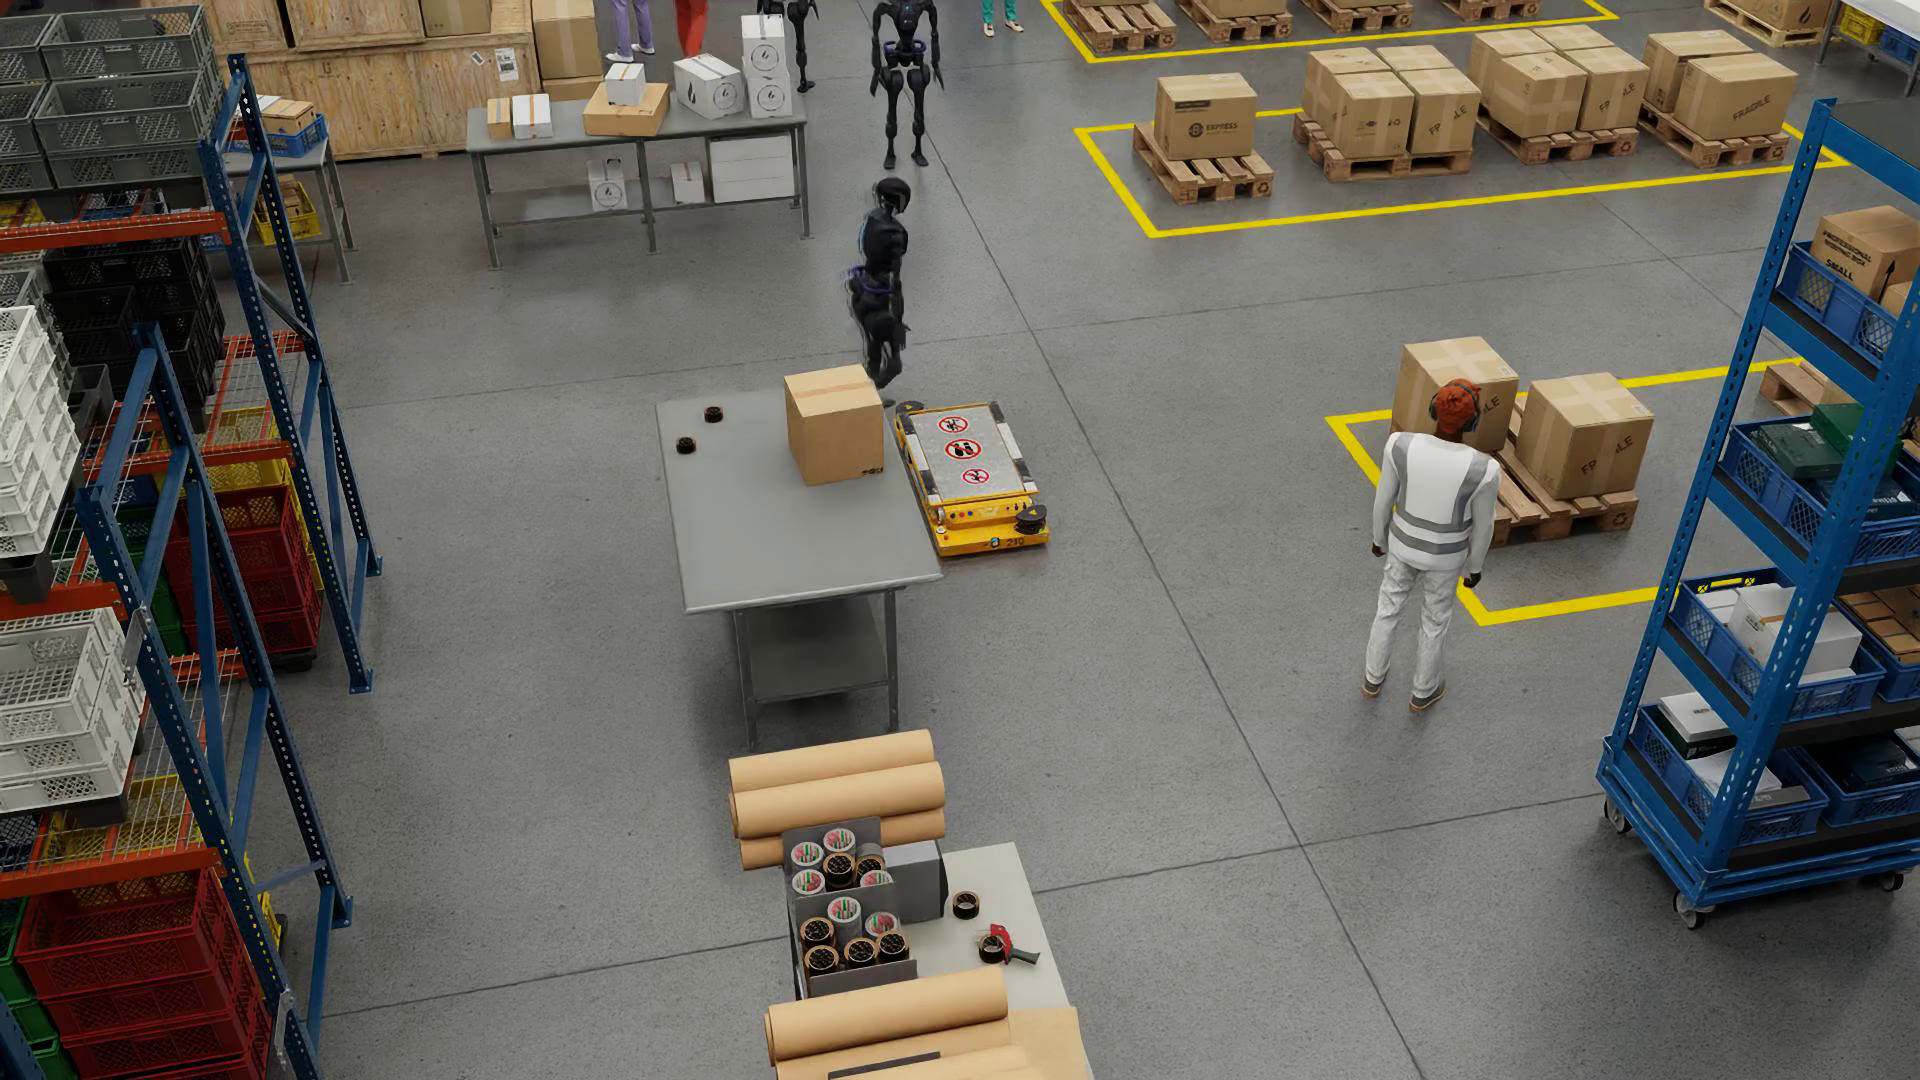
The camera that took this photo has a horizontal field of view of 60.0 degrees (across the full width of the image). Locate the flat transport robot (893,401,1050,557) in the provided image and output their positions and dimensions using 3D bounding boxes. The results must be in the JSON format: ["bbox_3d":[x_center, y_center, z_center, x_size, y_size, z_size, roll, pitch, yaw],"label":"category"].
[{"bbox_3d":[0.046,-0.430,10.108,0.652,0.197,1.431,-8,37,-10],"label":"flat transport robot"}]

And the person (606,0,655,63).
[{"bbox_3d":[-3.187,-5.427,15.471,0.405,1.918,0.582,24,43,29],"label":"person"}]

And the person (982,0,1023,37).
[{"bbox_3d":[0.441,-5.776,16.061,0.524,1.768,0.324,-13,39,-17],"label":"person"}]

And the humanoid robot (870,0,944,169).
[{"bbox_3d":[-0.439,-3.842,13.526,0.610,1.657,0.315,-7,37,-10],"label":"humanoid robot"}]

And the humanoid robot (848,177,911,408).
[{"bbox_3d":[-0.527,-1.488,10.387,0.469,1.634,0.642,-16,39,-20],"label":"humanoid robot"}]

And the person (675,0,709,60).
[{"bbox_3d":[-2.494,-5.114,15.010,0.647,1.963,0.745,8,37,11],"label":"person"}]

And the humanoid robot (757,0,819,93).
[{"bbox_3d":[-1.558,-4.860,14.894,0.585,1.657,0.331,5,37,6],"label":"humanoid robot"}]

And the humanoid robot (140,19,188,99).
[{"bbox_3d":[-5.889,-3.096,12.524,0.583,1.657,0.329,19,41,24],"label":"humanoid robot"}]

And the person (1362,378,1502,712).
[{"bbox_3d":[2.290,0.043,8.145,0.573,1.882,0.356,19,41,23],"label":"person"}]
